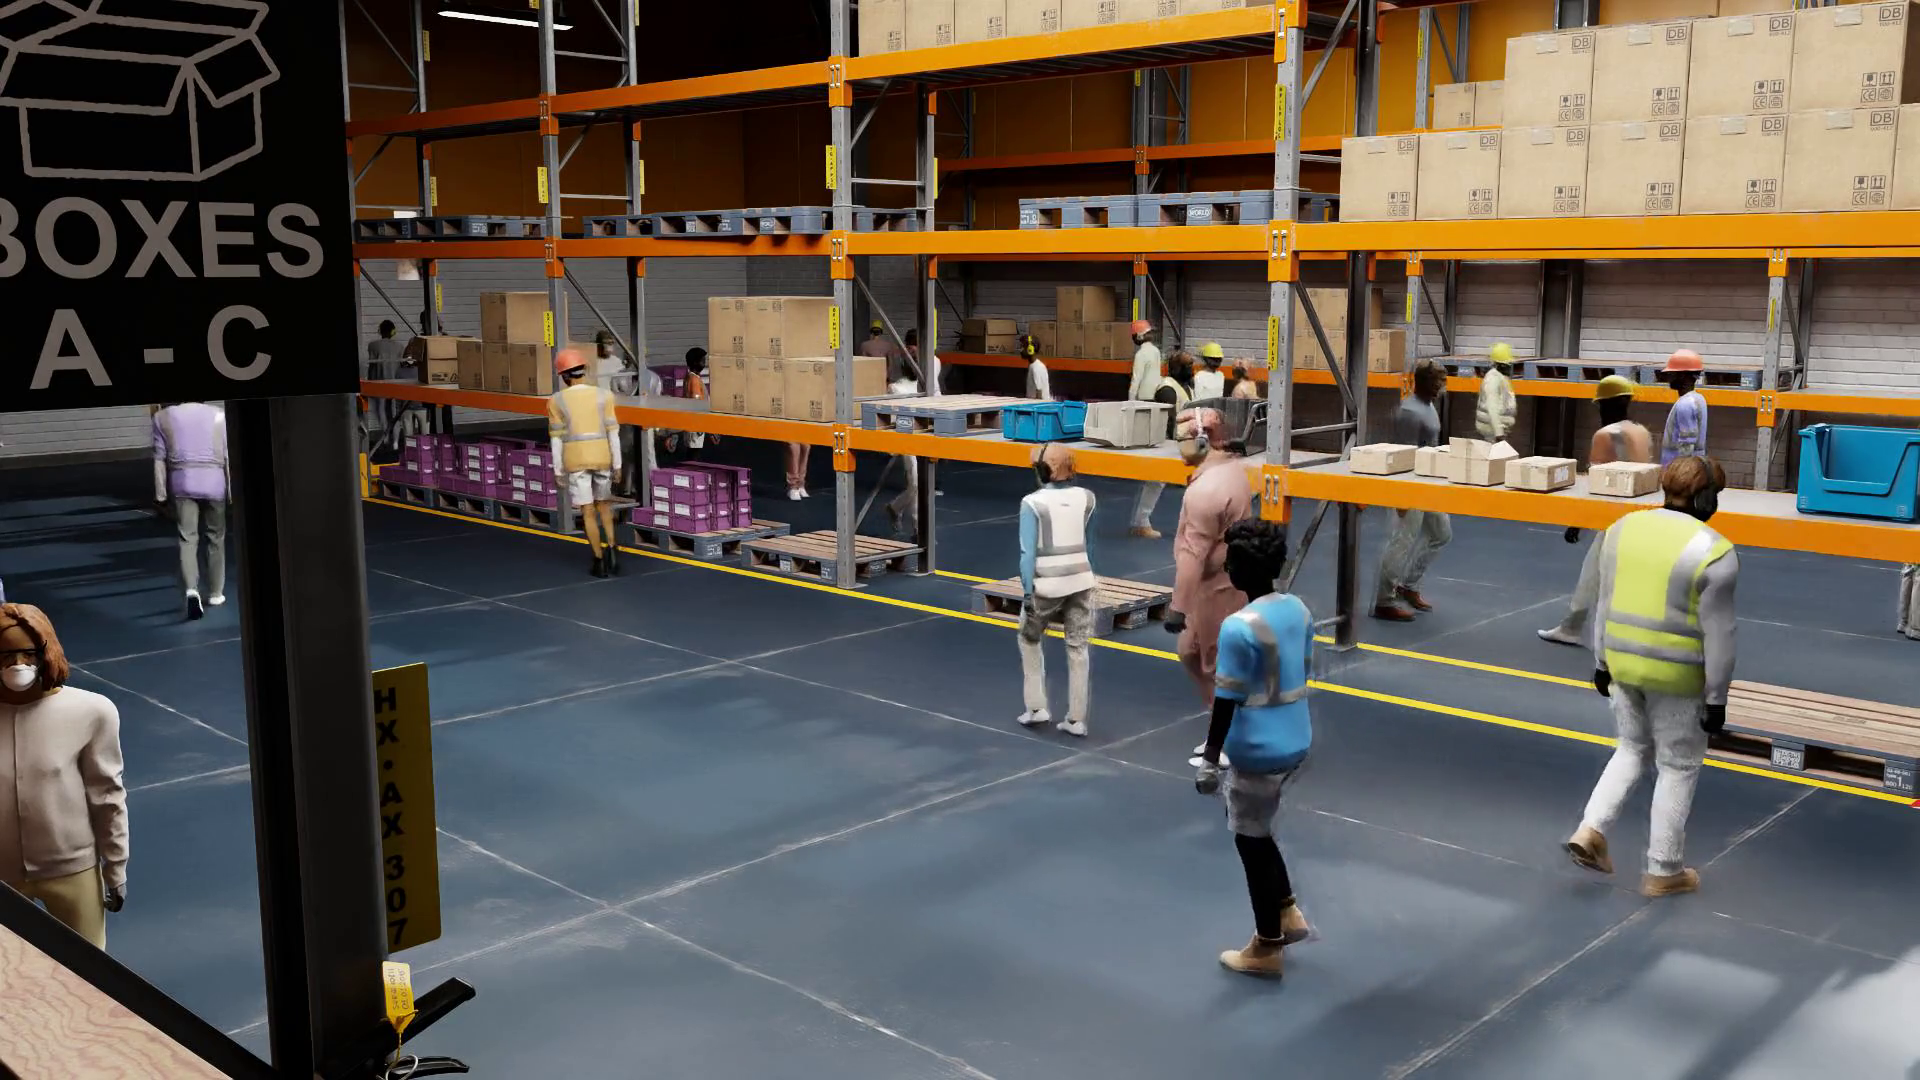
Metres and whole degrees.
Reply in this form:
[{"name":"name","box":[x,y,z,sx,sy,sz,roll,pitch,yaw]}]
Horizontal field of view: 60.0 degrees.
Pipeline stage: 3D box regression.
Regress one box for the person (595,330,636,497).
[{"name":"person","box":[-4.009,-1.413,18.698,0.643,1.885,1.061,-7,12,-38]}]

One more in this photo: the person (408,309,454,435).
[{"name":"person","box":[-7.032,-2.059,22.137,0.690,2.000,0.538,0,9,1]}]

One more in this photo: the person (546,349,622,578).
[{"name":"person","box":[-3.129,-0.630,13.835,0.558,1.893,0.543,-4,10,-25]}]

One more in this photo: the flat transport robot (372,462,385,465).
[{"name":"flat transport robot","box":[-7.584,-0.782,19.717,1.431,0.197,0.652,-3,10,-15]}]

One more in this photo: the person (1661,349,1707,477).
[{"name":"person","box":[5.626,-0.522,13.029,0.364,1.935,0.553,5,11,29]}]

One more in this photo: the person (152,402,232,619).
[{"name":"person","box":[-5.646,-0.385,12.321,0.594,1.894,0.892,-3,10,-19]}]

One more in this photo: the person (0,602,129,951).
[{"name":"person","box":[-2.664,0.976,4.798,0.497,1.629,0.276,-4,10,-22]}]

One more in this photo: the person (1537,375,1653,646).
[{"name":"person","box":[4.381,-0.151,11.008,1.007,1.869,0.597,8,13,42]}]

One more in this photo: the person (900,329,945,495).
[{"name":"person","box":[-0.467,-1.457,18.973,0.786,1.874,0.606,7,12,37]}]

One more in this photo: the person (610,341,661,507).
[{"name":"person","box":[-3.495,-1.257,18.007,0.602,1.790,0.945,-5,10,-27]}]

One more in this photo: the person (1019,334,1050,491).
[{"name":"person","box":[0.826,-1.319,18.195,0.412,1.844,0.589,1,9,4]}]

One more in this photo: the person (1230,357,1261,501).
[{"name":"person","box":[2.987,-1.136,17.723,0.366,1.624,0.542,4,10,25]}]

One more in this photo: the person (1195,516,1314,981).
[{"name":"person","box":[1.067,0.753,5.988,0.370,1.680,0.553,6,11,33]}]

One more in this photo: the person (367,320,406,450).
[{"name":"person","box":[-8.148,-2.206,23.653,0.609,1.834,0.591,-4,10,-23]}]

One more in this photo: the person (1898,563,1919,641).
[{"name":"person","box":[6.701,-0.116,11.488,0.311,1.645,0.537,2,9,10]}]

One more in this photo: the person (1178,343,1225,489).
[{"name":"person","box":[2.852,-1.395,19.042,0.541,1.716,0.927,-7,12,-38]}]

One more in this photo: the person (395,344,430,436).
[{"name":"person","box":[-6.704,-1.583,20.455,0.501,1.636,0.280,1,9,5]}]

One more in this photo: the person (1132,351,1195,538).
[{"name":"person","box":[2.081,-0.879,15.684,0.997,1.787,0.627,5,11,29]}]

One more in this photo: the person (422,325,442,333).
[{"name":"person","box":[-7.639,-2.319,24.217,0.689,1.879,0.627,-7,12,-38]}]

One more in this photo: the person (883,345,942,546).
[{"name":"person","box":[-0.464,-0.887,15.501,0.698,1.863,0.588,8,12,41]}]

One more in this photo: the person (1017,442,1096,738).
[{"name":"person","box":[0.516,0.268,9.152,0.529,1.618,0.558,-5,10,-27]}]

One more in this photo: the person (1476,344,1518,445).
[{"name":"person","box":[5.667,-1.176,17.539,0.410,1.792,0.613,5,11,29]}]

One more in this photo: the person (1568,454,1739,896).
[{"name":"person","box":[2.833,0.559,6.772,0.521,1.823,0.667,-5,11,-28]}]

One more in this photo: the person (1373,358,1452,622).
[{"name":"person","box":[3.315,-0.363,12.127,0.536,1.909,0.651,5,10,26]}]

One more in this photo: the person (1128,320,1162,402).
[{"name":"person","box":[2.316,-1.791,20.848,1.073,1.925,0.624,4,10,25]}]

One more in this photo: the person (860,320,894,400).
[{"name":"person","box":[-1.299,-2.555,26.023,0.527,1.768,0.313,-1,9,-8]}]

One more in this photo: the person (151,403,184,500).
[{"name":"person","box":[-7.760,-1.026,16.477,0.508,1.827,0.548,-2,9,-12]}]

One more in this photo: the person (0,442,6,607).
[{"name":"person","box":[-4.624,0.333,7.604,0.701,1.995,0.638,-1,9,-4]}]

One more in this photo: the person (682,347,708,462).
[{"name":"person","box":[-2.947,-1.297,18.529,0.319,1.693,0.533,-3,10,-18]}]

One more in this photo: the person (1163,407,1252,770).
[{"name":"person","box":[1.264,0.264,8.387,0.460,1.882,0.660,2,10,13]}]

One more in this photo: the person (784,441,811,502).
[{"name":"person","box":[-1.751,-1.366,18.378,0.662,1.876,0.744,-6,11,-31]}]

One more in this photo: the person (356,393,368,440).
[{"name":"person","box":[-6.493,-1.214,17.323,0.943,1.918,0.611,9,13,44]}]
